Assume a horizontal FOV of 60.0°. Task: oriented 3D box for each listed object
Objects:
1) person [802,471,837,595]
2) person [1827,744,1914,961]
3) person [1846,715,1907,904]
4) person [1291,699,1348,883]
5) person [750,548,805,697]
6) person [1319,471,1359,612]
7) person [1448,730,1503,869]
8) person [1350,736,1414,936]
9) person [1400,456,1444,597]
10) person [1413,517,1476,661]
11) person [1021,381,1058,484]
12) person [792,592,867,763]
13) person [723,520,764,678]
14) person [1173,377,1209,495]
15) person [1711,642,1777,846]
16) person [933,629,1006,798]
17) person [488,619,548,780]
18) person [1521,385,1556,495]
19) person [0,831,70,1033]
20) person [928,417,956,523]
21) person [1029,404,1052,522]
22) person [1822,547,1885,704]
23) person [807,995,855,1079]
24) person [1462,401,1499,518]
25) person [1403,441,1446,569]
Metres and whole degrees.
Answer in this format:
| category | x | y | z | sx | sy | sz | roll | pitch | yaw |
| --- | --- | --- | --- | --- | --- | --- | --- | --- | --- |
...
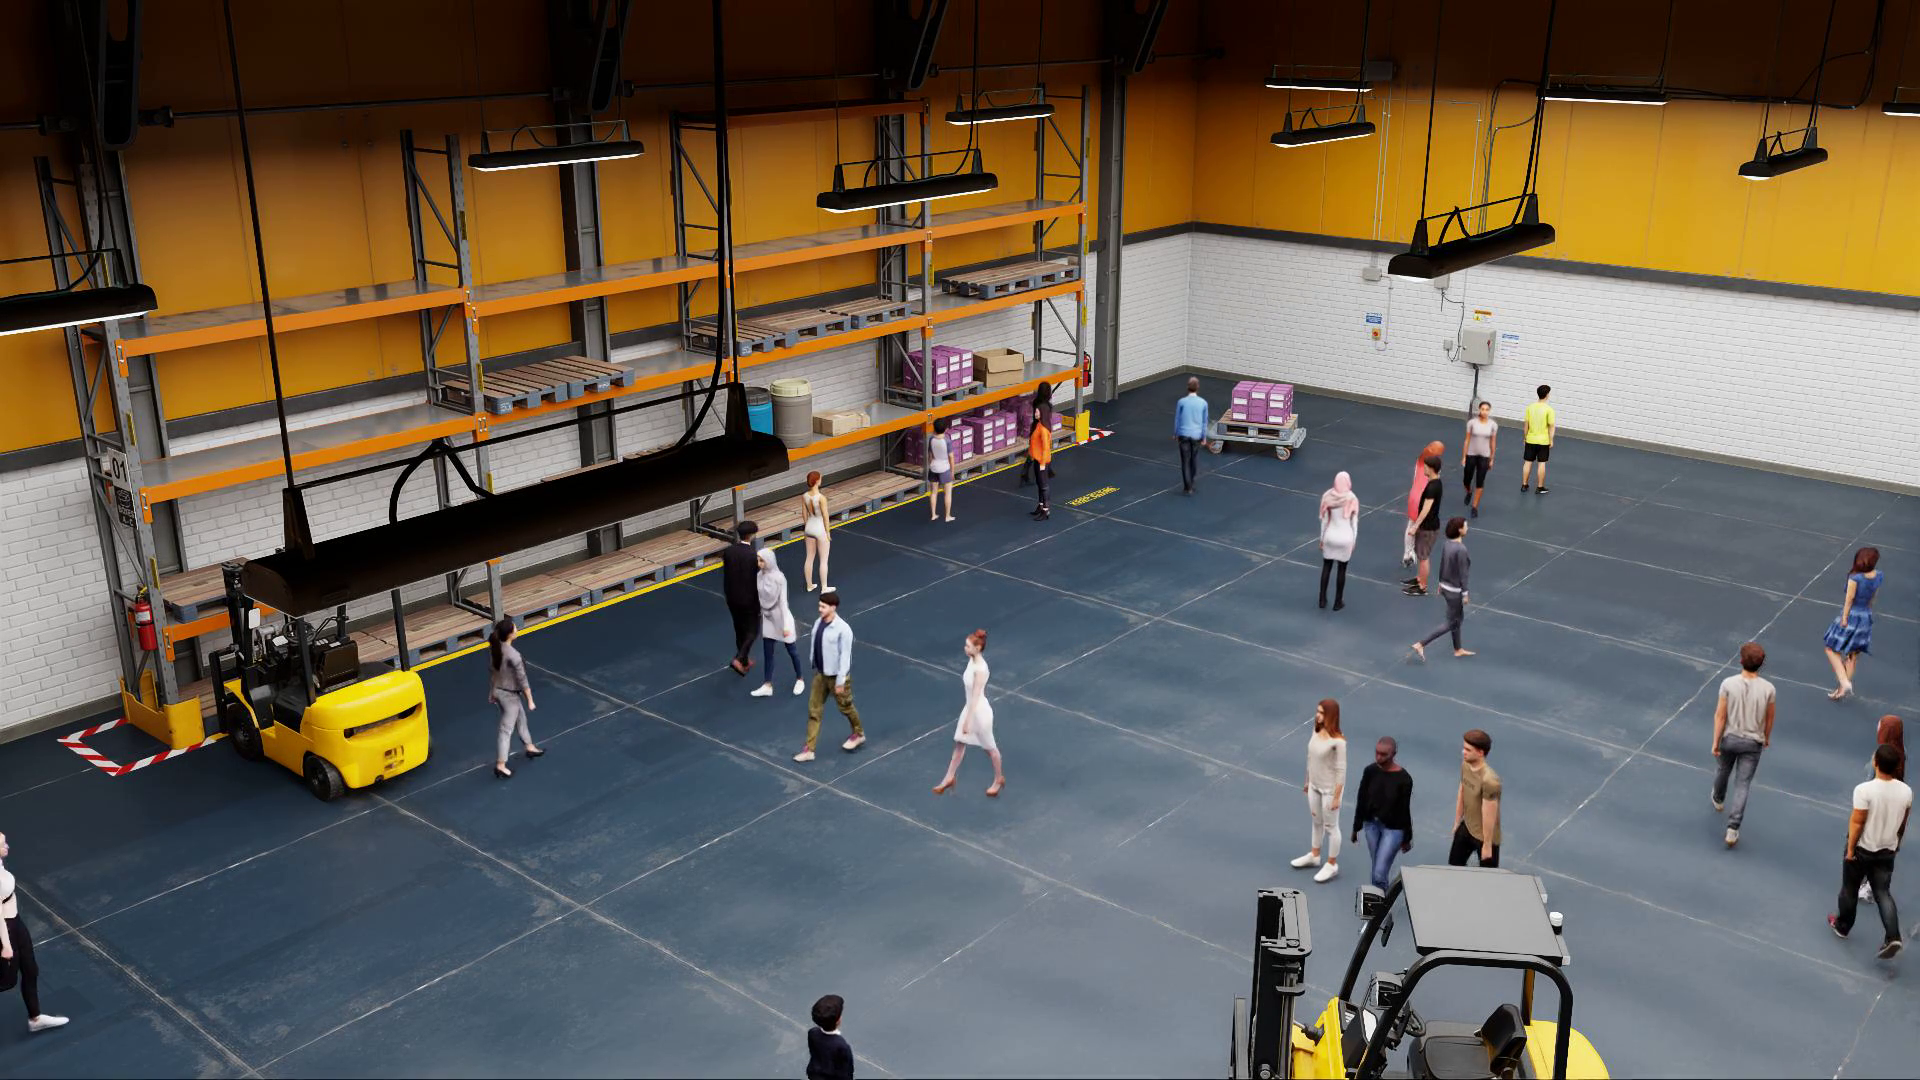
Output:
| category | x | y | z | sx | sy | sz | roll | pitch | yaw |
| --- | --- | --- | --- | --- | --- | --- | --- | --- | --- |
| person | -1.869 | -0.103 | 21.617 | 0.570 | 1.644 | 0.522 | 11 | 22 | 30 |
| person | 7.468 | 2.552 | 13.514 | 1.038 | 1.782 | 1.136 | 0 | 19 | 0 |
| person | 7.915 | 2.345 | 14.207 | 0.722 | 1.732 | 0.785 | -7 | 20 | -19 |
| person | 3.243 | 2.183 | 14.725 | 0.671 | 1.710 | 0.682 | -9 | 21 | -25 |
| person | -1.970 | 0.897 | 18.482 | 0.615 | 1.748 | 0.831 | 13 | 22 | 33 |
| person | 4.768 | 0.011 | 21.032 | 0.678 | 1.800 | 0.653 | 8 | 20 | 24 |
| person | 4.355 | 2.426 | 13.800 | 0.862 | 1.840 | 0.812 | -6 | 19 | -17 |
| person | 3.610 | 2.418 | 13.992 | 0.641 | 1.731 | 0.819 | 16 | 25 | 40 |
| person | 6.086 | -0.180 | 21.513 | 0.861 | 1.855 | 0.753 | 5 | 19 | 16 |
| person | 5.676 | 0.600 | 19.369 | 1.139 | 1.745 | 1.035 | -3 | 19 | -10 |
| person | 1.231 | -1.686 | 26.366 | 0.605 | 1.612 | 1.044 | 13 | 23 | 34 |
| person | -1.233 | 1.386 | 17.003 | 0.743 | 1.766 | 1.157 | 18 | 25 | 42 |
| person | -2.486 | 0.707 | 18.871 | 0.919 | 1.861 | 1.055 | 5 | 19 | 15 |
| person | 3.579 | -1.591 | 25.845 | 1.113 | 1.765 | 1.244 | 1 | 19 | 2 |
| person | 7.208 | 1.909 | 15.327 | 0.879 | 1.844 | 1.274 | 8 | 20 | 23 |
| person | 0.274 | 1.708 | 16.049 | 1.038 | 1.765 | 0.925 | -5 | 19 | -13 |
| person | -4.555 | 1.611 | 16.517 | 0.662 | 1.650 | 0.906 | 17 | 25 | 40 |
| person | 9.005 | -1.576 | 25.889 | 0.610 | 1.709 | 0.519 | 15 | 24 | 37 |
| person | -7.216 | 2.958 | 12.400 | 1.089 | 1.723 | 0.886 | -7 | 20 | -21 |
| person | -0.281 | -1.053 | 24.560 | 0.608 | 1.565 | 0.582 | 10 | 21 | 27 |
| person | 1.212 | -1.164 | 24.603 | 0.756 | 1.748 | 0.705 | -2 | 19 | -7 |
| person | 9.854 | 0.974 | 18.205 | 0.816 | 1.780 | 0.892 | -7 | 20 | -21 |
| person | -0.921 | 3.644 | 11.192 | 0.617 | 1.194 | 0.873 | 10 | 21 | 26 |
| person | 7.736 | -1.241 | 24.846 | 0.802 | 1.738 | 0.930 | 5 | 19 | 16 |
| person | 6.172 | -0.450 | 22.405 | 0.629 | 1.798 | 0.659 | 17 | 25 | 41 |
